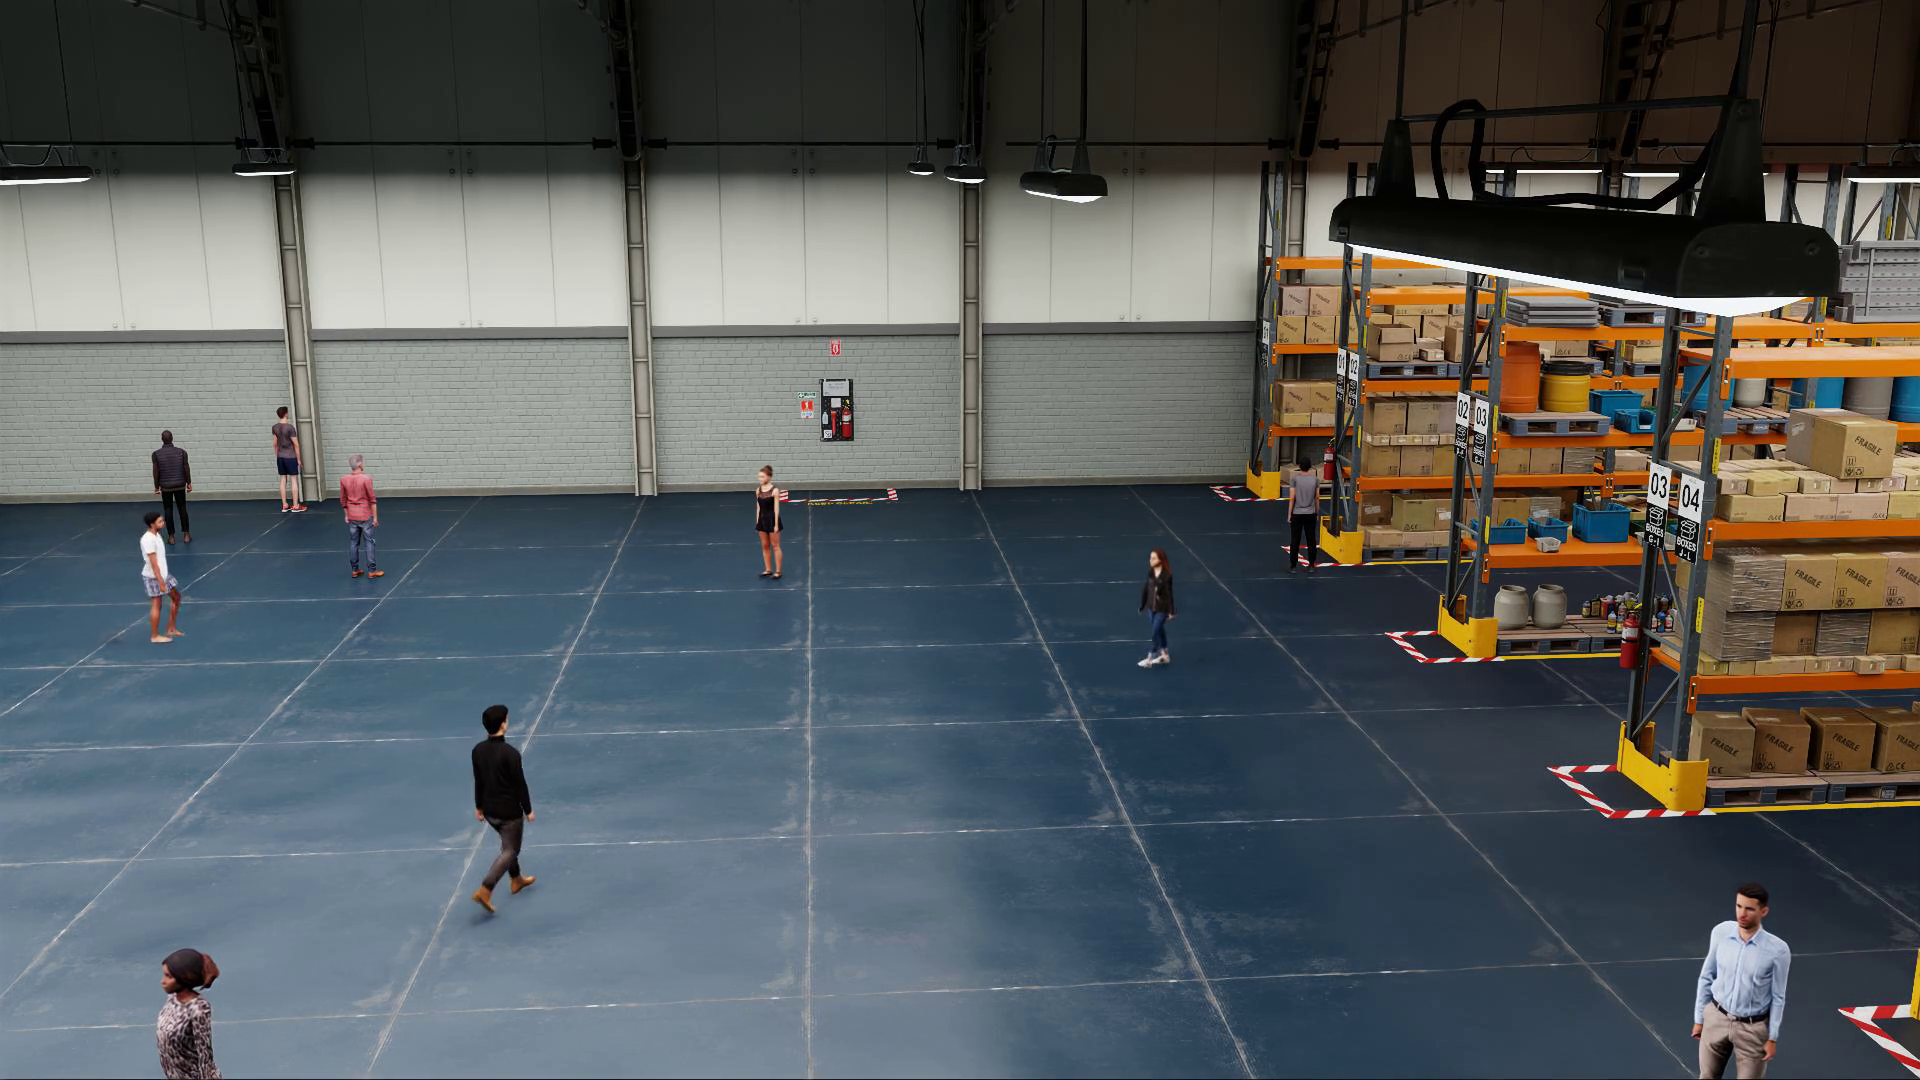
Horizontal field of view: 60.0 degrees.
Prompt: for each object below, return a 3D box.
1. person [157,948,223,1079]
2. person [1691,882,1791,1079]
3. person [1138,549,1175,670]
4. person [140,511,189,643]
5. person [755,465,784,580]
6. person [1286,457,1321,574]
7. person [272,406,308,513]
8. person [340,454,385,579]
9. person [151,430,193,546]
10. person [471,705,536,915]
[{"bbox_3d":[-4.416,3.161,9.605,0.679,1.714,0.738,11,17,39],"label":"person"},{"bbox_3d":[4.758,2.961,10.176,0.756,1.847,0.812,11,17,40],"label":"person"},{"bbox_3d":[2.473,0.823,20.261,0.919,1.463,0.807,-9,16,-34],"label":"person"},{"bbox_3d":[-10.321,0.479,21.190,0.690,1.714,0.724,-3,13,-13],"label":"person"},{"bbox_3d":[-2.804,-0.269,24.492,0.675,1.681,0.752,8,15,32],"label":"person"},{"bbox_3d":[5.132,-0.386,24.834,0.484,1.755,0.674,-1,13,-2],"label":"person"},{"bbox_3d":[-11.756,-1.414,29.056,0.606,1.853,0.768,3,13,14],"label":"person"},{"bbox_3d":[-8.851,-0.359,24.548,0.595,1.830,0.809,3,13,11],"label":"person"},{"bbox_3d":[-12.643,-0.858,26.693,0.663,1.836,0.836,-7,15,-28],"label":"person"},{"bbox_3d":[-3.802,2.220,13.691,1.077,1.705,1.072,8,15,31],"label":"person"}]
